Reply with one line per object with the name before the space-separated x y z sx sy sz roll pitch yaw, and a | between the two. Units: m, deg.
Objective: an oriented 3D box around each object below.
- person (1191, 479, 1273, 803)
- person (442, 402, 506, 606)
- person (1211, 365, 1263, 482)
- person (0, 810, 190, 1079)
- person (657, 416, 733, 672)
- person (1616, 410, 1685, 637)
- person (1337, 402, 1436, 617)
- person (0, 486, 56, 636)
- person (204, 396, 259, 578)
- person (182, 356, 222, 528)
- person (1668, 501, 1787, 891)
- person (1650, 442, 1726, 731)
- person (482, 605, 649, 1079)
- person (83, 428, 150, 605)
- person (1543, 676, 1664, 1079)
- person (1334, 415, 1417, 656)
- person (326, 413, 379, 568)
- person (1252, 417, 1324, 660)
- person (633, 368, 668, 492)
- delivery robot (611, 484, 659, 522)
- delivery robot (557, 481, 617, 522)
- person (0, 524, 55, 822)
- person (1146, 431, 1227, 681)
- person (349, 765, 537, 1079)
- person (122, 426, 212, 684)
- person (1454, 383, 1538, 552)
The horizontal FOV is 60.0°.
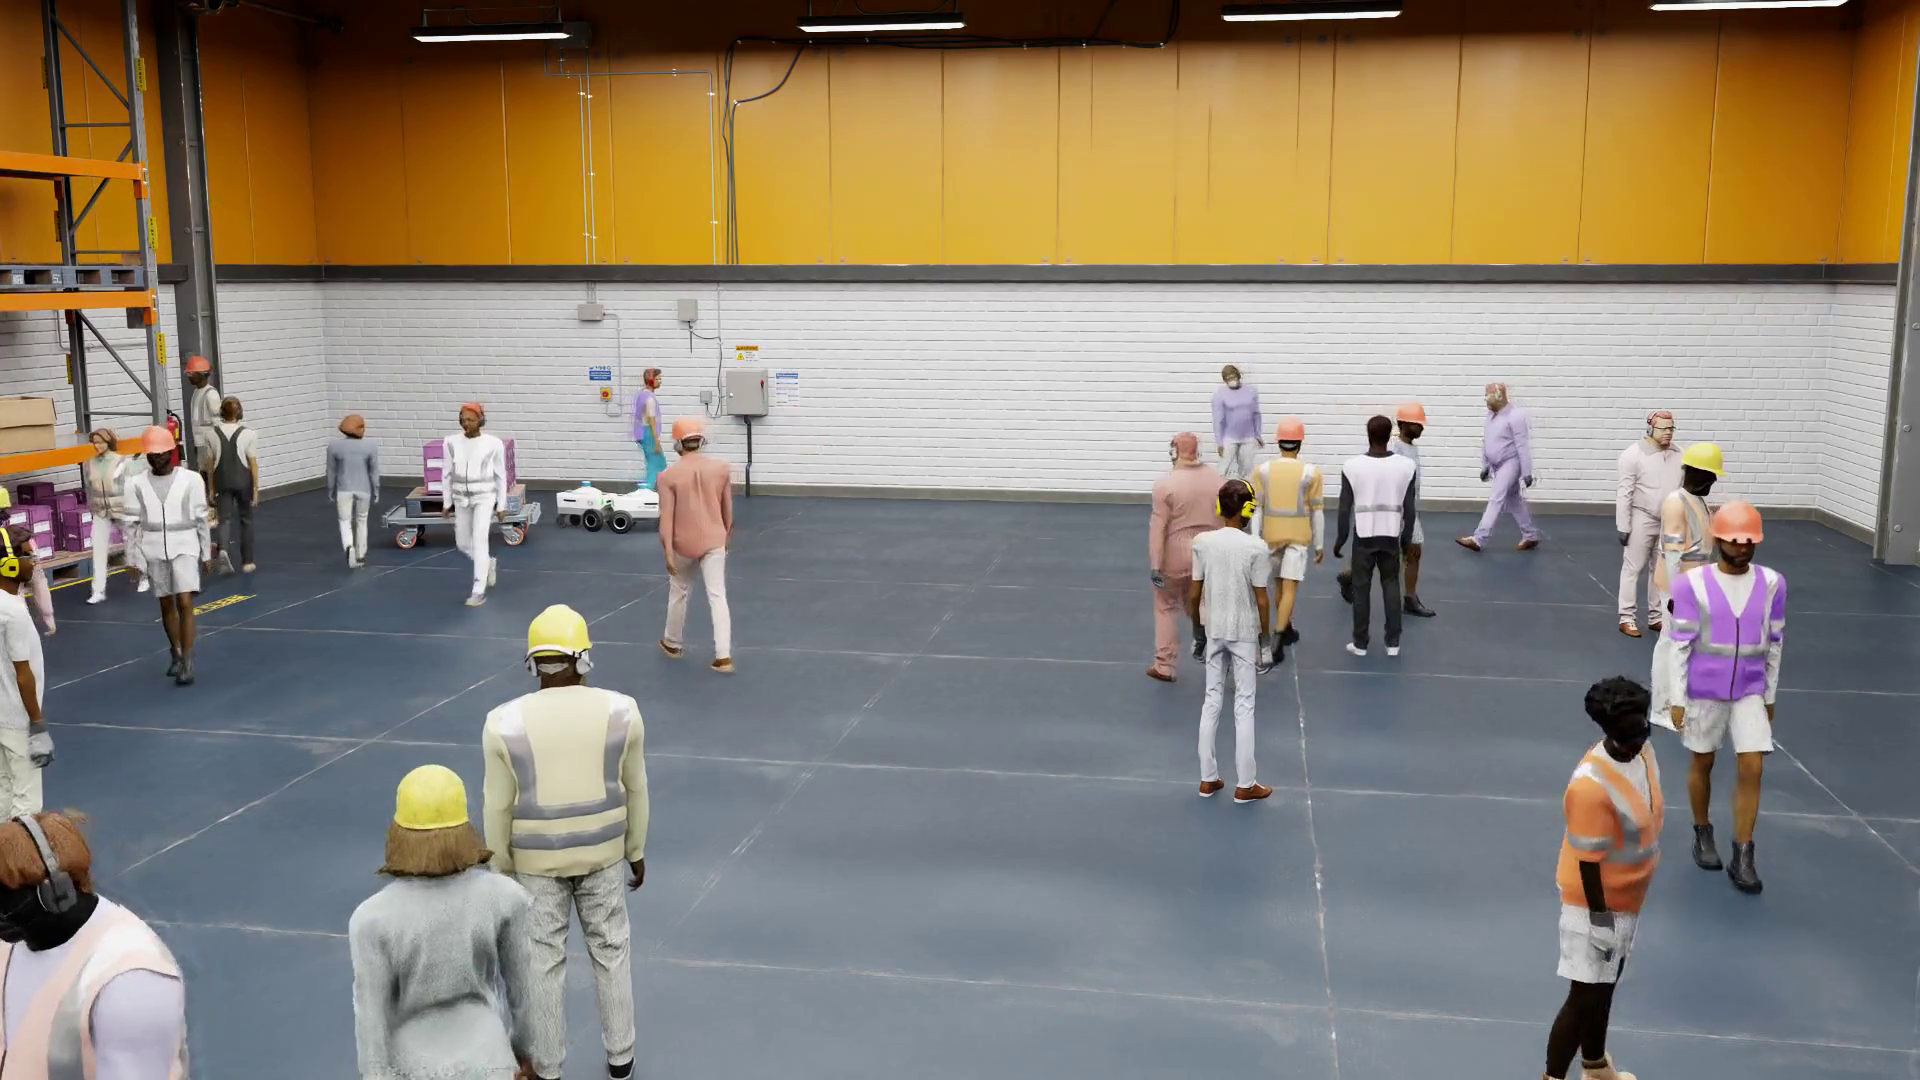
person | 1.563 0.574 9.561 0.518 1.865 0.328 7 11 36
person | -4.457 -0.358 15.352 0.587 1.861 0.719 1 9 7
person | 3.419 -1.230 20.677 0.722 1.897 0.379 -3 10 -20
person | -2.035 1.508 3.888 0.651 1.821 0.459 6 11 32
person | -2.021 0.021 12.779 0.629 1.941 1.045 -4 10 -26
person | 5.777 -0.134 13.847 0.646 1.903 0.401 -2 9 -14
person | 3.819 -0.280 14.761 0.828 1.911 0.552 8 12 41
person | -5.981 0.502 10.423 0.548 1.726 0.868 -1 9 -9
person | -7.223 -0.520 16.513 0.512 1.812 0.844 -2 9 -15
person | -8.975 -1.158 19.750 0.390 2.040 0.614 -8 12 -41
person | 3.802 0.765 8.222 0.562 1.906 0.785 1 9 9
person | 4.836 0.302 11.069 0.383 1.920 0.584 7 11 36
person | -1.445 1.146 6.121 0.593 1.826 0.403 -4 10 -21
person | -7.867 -0.254 15.484 0.509 1.603 0.835 0 9 -1
person | 2.305 1.263 5.908 0.318 1.663 0.624 8 12 39
person | 3.284 -0.026 13.128 0.592 1.917 0.400 0 9 -1
person | -6.201 -0.498 17.017 0.516 1.602 0.690 -4 10 -23
person | 2.588 -0.026 13.184 0.554 1.896 0.996 4 10 24
person | -3.914 -1.269 21.094 0.459 1.826 0.590 -3 10 -17
delivery robot | -3.706 -0.416 19.458 0.707 0.478 0.477 0 9 -3
delivery robot | -4.414 -0.451 19.673 0.707 0.478 0.477 4 10 24
person | -4.406 0.857 7.779 0.521 1.873 0.335 7 12 39
person | 1.699 0.141 12.237 0.661 1.864 0.603 -4 10 -22
person | -1.417 1.453 4.627 0.504 1.690 0.921 -5 10 -28
person | -5.853 0.119 12.251 0.571 1.899 0.860 -2 9 -13
person | 5.876 -0.776 18.003 1.030 1.840 0.697 -1 9 -8
